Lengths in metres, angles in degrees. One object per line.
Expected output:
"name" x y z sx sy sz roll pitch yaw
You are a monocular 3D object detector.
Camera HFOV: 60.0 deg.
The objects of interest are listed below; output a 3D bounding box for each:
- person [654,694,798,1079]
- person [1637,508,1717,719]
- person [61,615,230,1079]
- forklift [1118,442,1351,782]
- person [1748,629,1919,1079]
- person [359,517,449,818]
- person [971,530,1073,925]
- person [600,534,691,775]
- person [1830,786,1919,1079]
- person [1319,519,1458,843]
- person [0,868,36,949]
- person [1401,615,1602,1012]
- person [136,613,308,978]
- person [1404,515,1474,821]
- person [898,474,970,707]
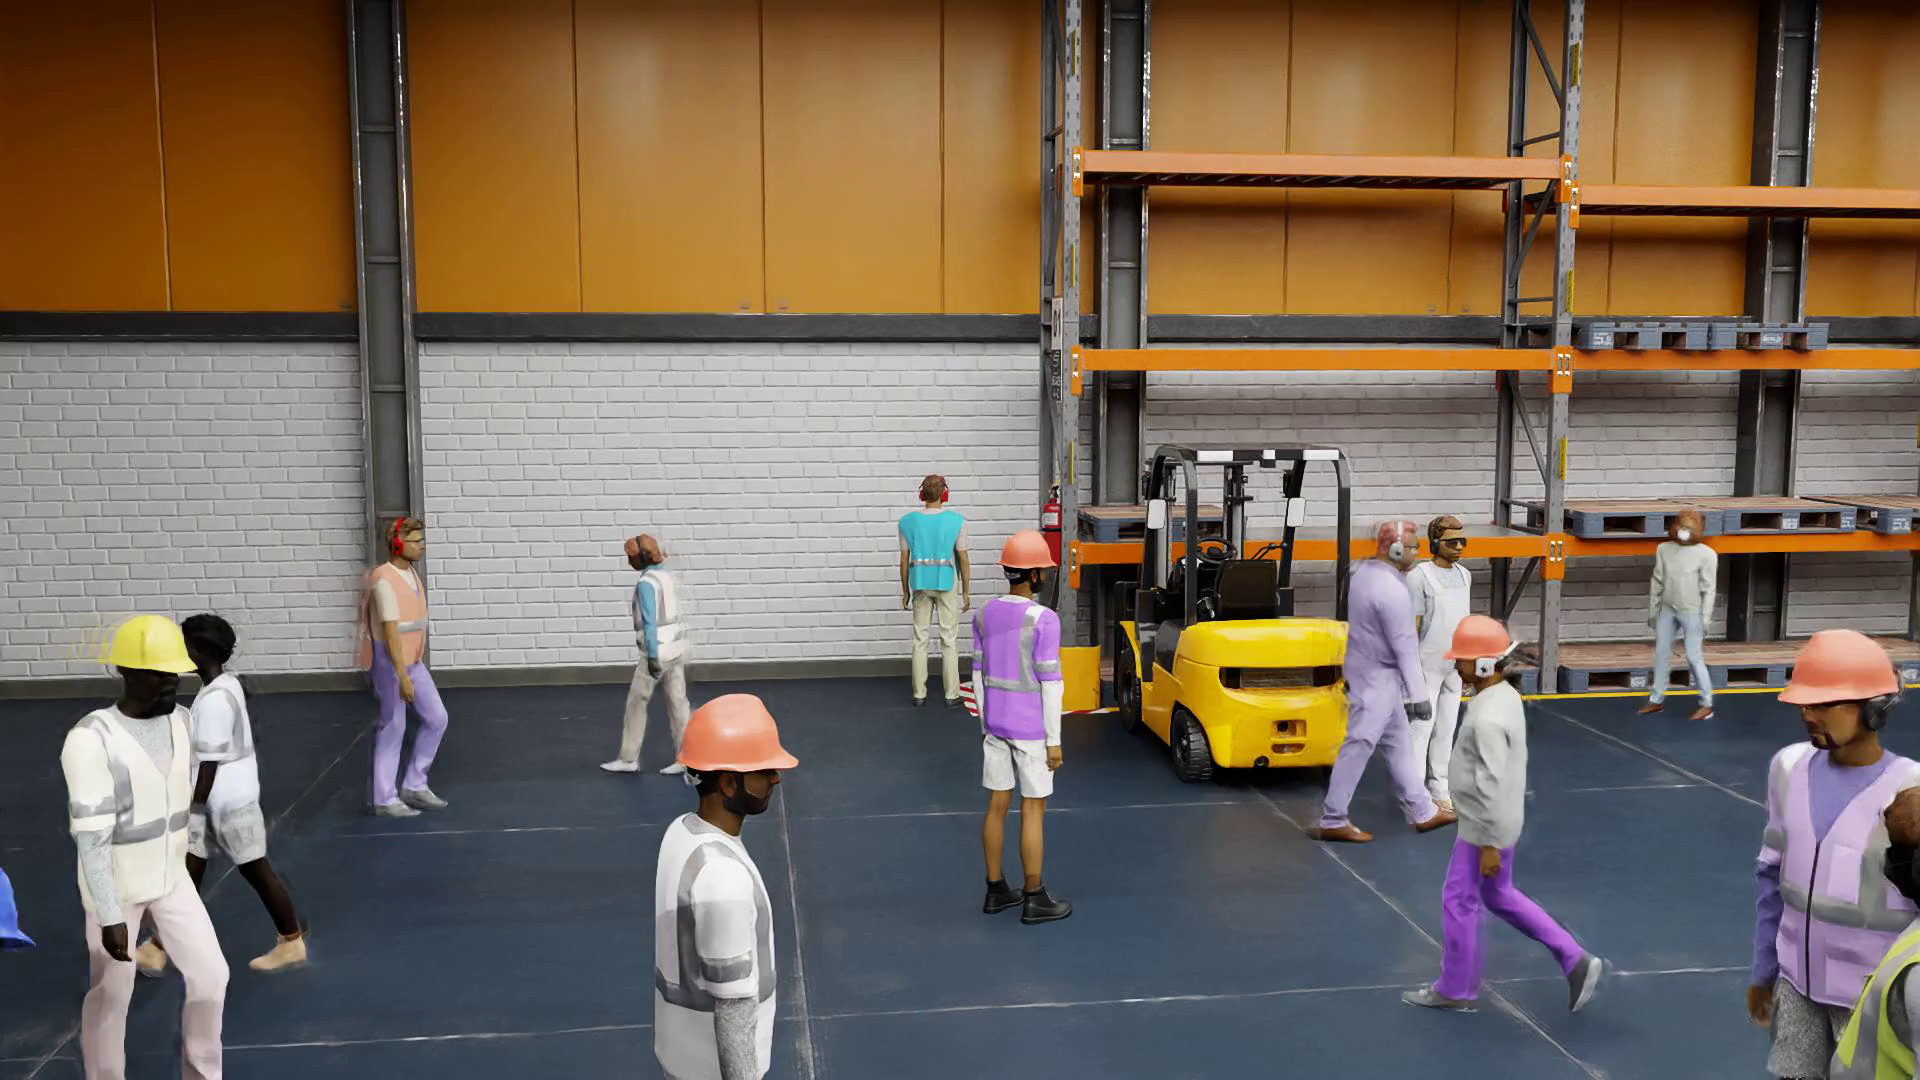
"person" -0.606 1.358 4.374 0.376 1.935 0.550 -3 7 -22
"person" 5.529 0.563 12.730 0.346 1.637 0.526 -4 8 -32
"person" -2.818 1.212 5.829 0.702 1.902 0.613 2 7 18
"forklift" 1.912 0.418 11.496 1.214 2.155 2.313 -1 7 -8
"person" 2.510 1.269 4.757 0.399 2.034 0.639 -3 7 -21
"person" -3.315 0.777 9.974 0.554 1.826 0.578 0 7 3
"person" 0.308 0.916 8.245 0.377 1.938 0.547 -6 9 -44
"person" -2.072 0.762 10.982 0.739 1.599 0.526 1 7 10
"person" 2.235 1.469 3.831 0.429 1.839 0.633 6 9 40
"person" 2.500 0.813 9.439 0.939 1.859 0.668 0 7 4
"person" -1.877 1.530 3.126 0.888 1.875 0.624 -6 9 -44
"person" 2.287 1.168 6.972 0.731 1.725 0.560 3 7 25
"person" -3.360 1.151 7.406 0.858 1.642 0.549 -3 7 -22
"person" 2.868 0.769 9.936 0.508 1.846 0.345 -4 8 -33
"person" -0.202 0.405 13.113 0.567 1.847 0.386 1 7 10
